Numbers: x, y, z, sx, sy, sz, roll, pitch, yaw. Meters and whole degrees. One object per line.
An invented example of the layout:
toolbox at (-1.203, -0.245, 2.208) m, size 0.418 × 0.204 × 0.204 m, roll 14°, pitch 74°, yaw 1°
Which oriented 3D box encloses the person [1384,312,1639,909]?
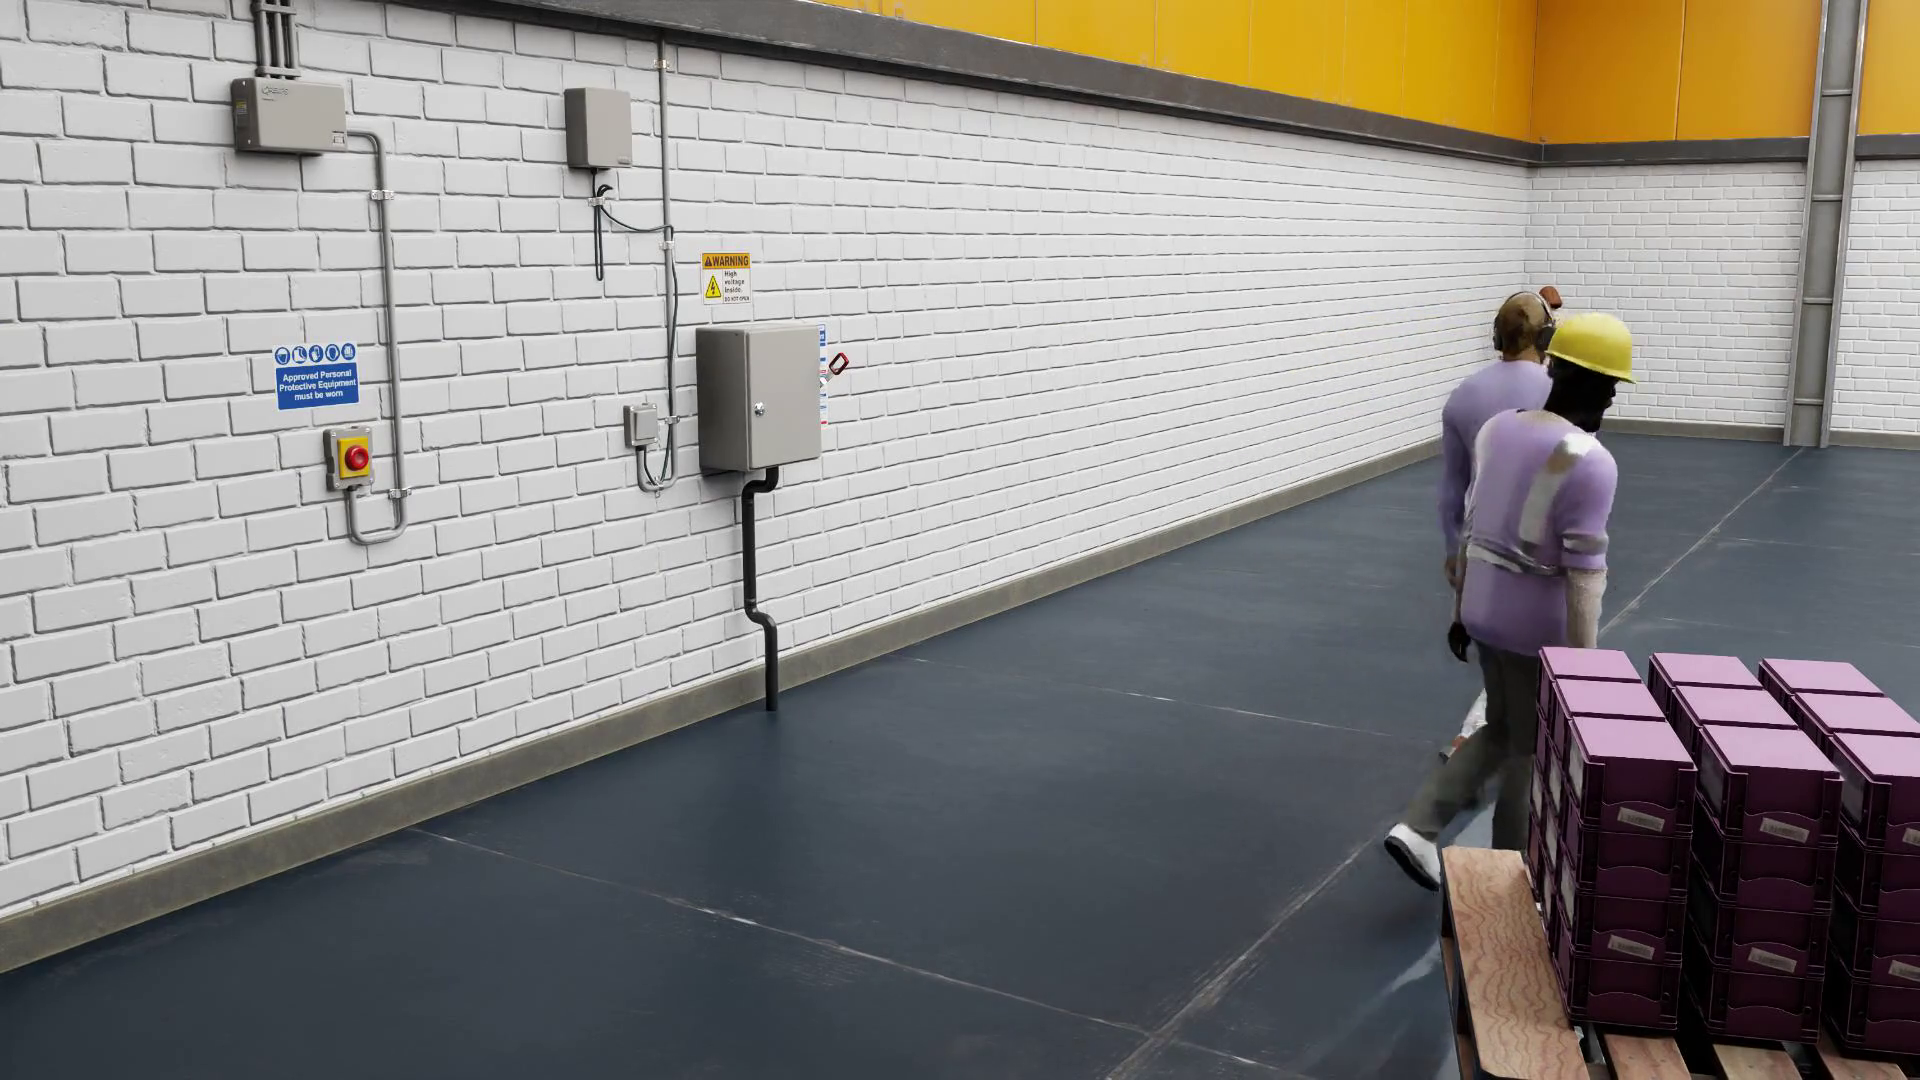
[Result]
person at (1.692, 0.262, 5.047) m, size 0.619 × 1.886 × 0.639 m, roll -3°, pitch 11°, yaw -16°

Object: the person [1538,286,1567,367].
person at (6.035, -1.787, 17.096) m, size 0.498 × 1.633 × 0.281 m, roll -8°, pitch 13°, yaw -39°

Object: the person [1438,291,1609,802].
person at (2.093, 0.019, 6.320) m, size 0.873 × 1.914 × 0.642 m, roll -6°, pitch 12°, yaw -32°
